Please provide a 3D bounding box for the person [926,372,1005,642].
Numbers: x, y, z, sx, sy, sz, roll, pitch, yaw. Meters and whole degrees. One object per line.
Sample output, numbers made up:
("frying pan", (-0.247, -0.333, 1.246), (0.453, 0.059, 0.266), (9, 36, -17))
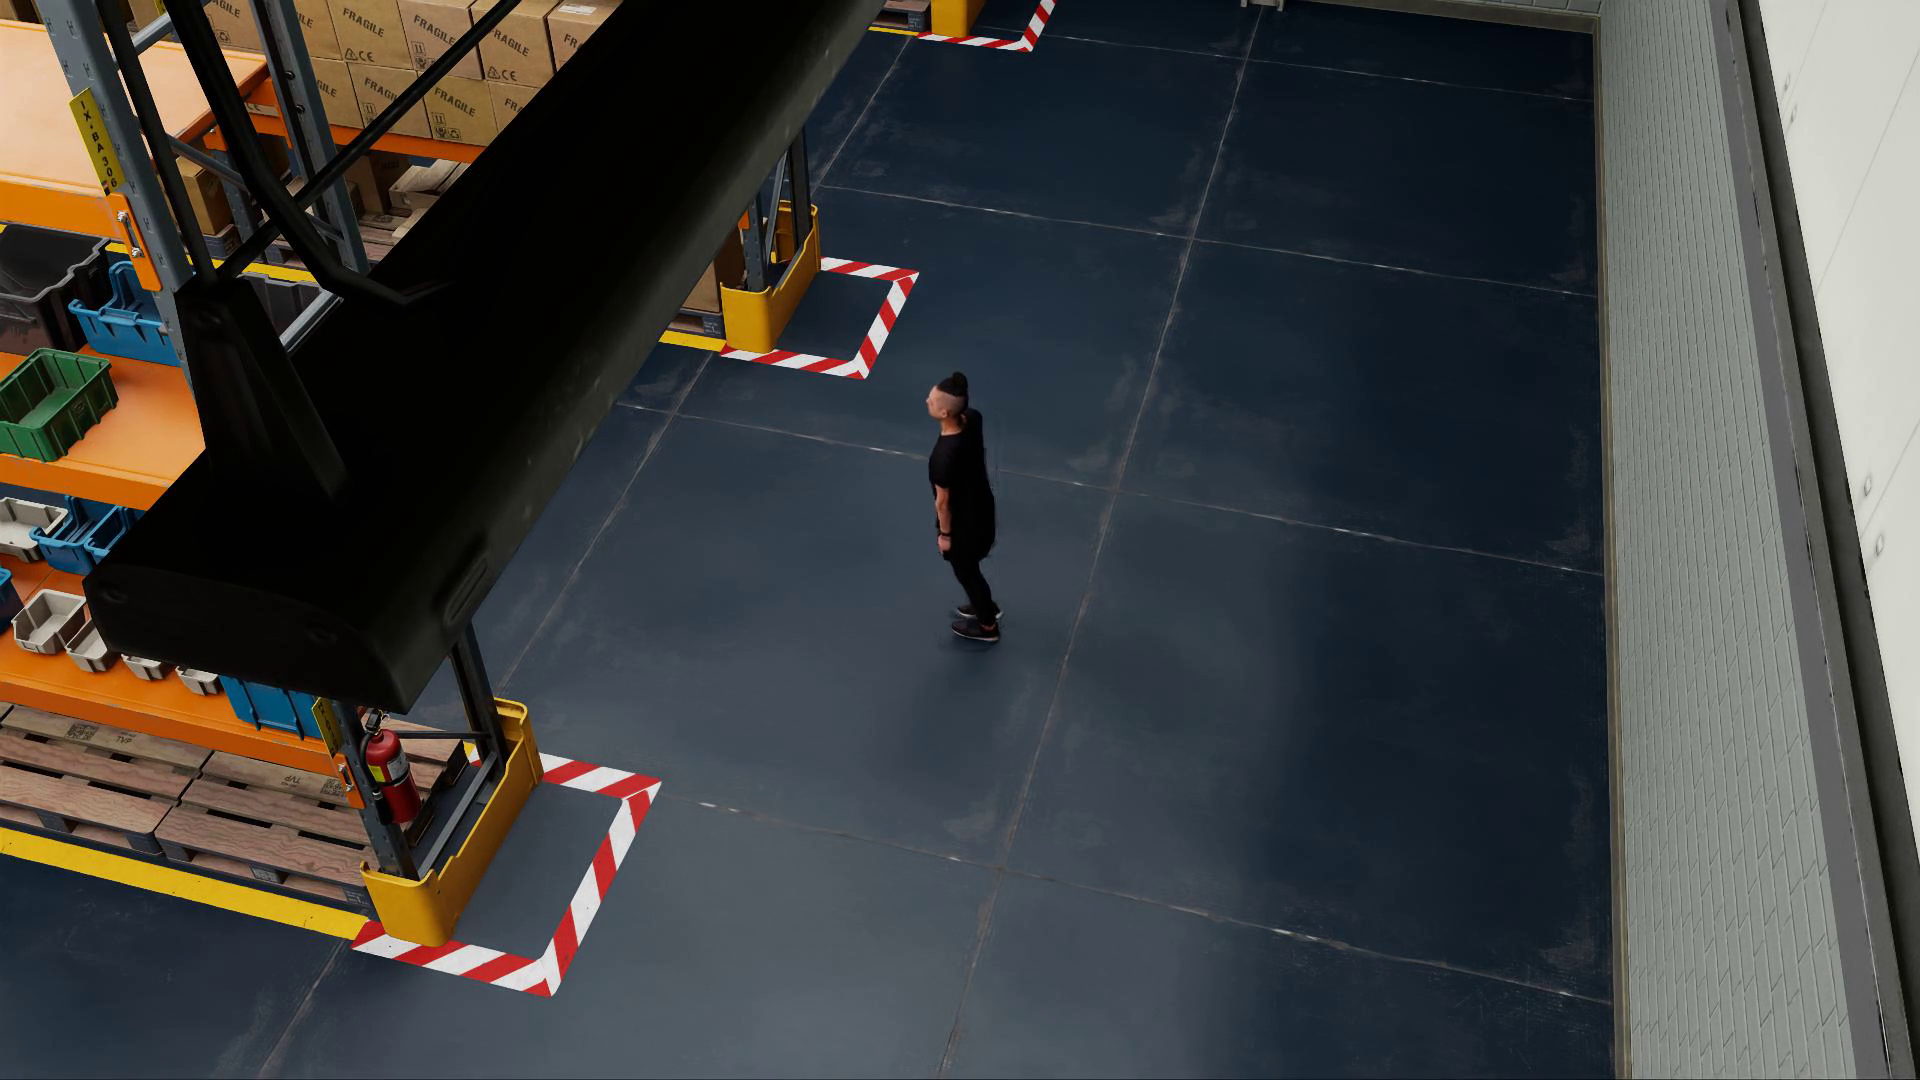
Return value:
("person", (0.050, -0.139, 8.982), (0.651, 1.837, 0.693), (9, 44, 10))
